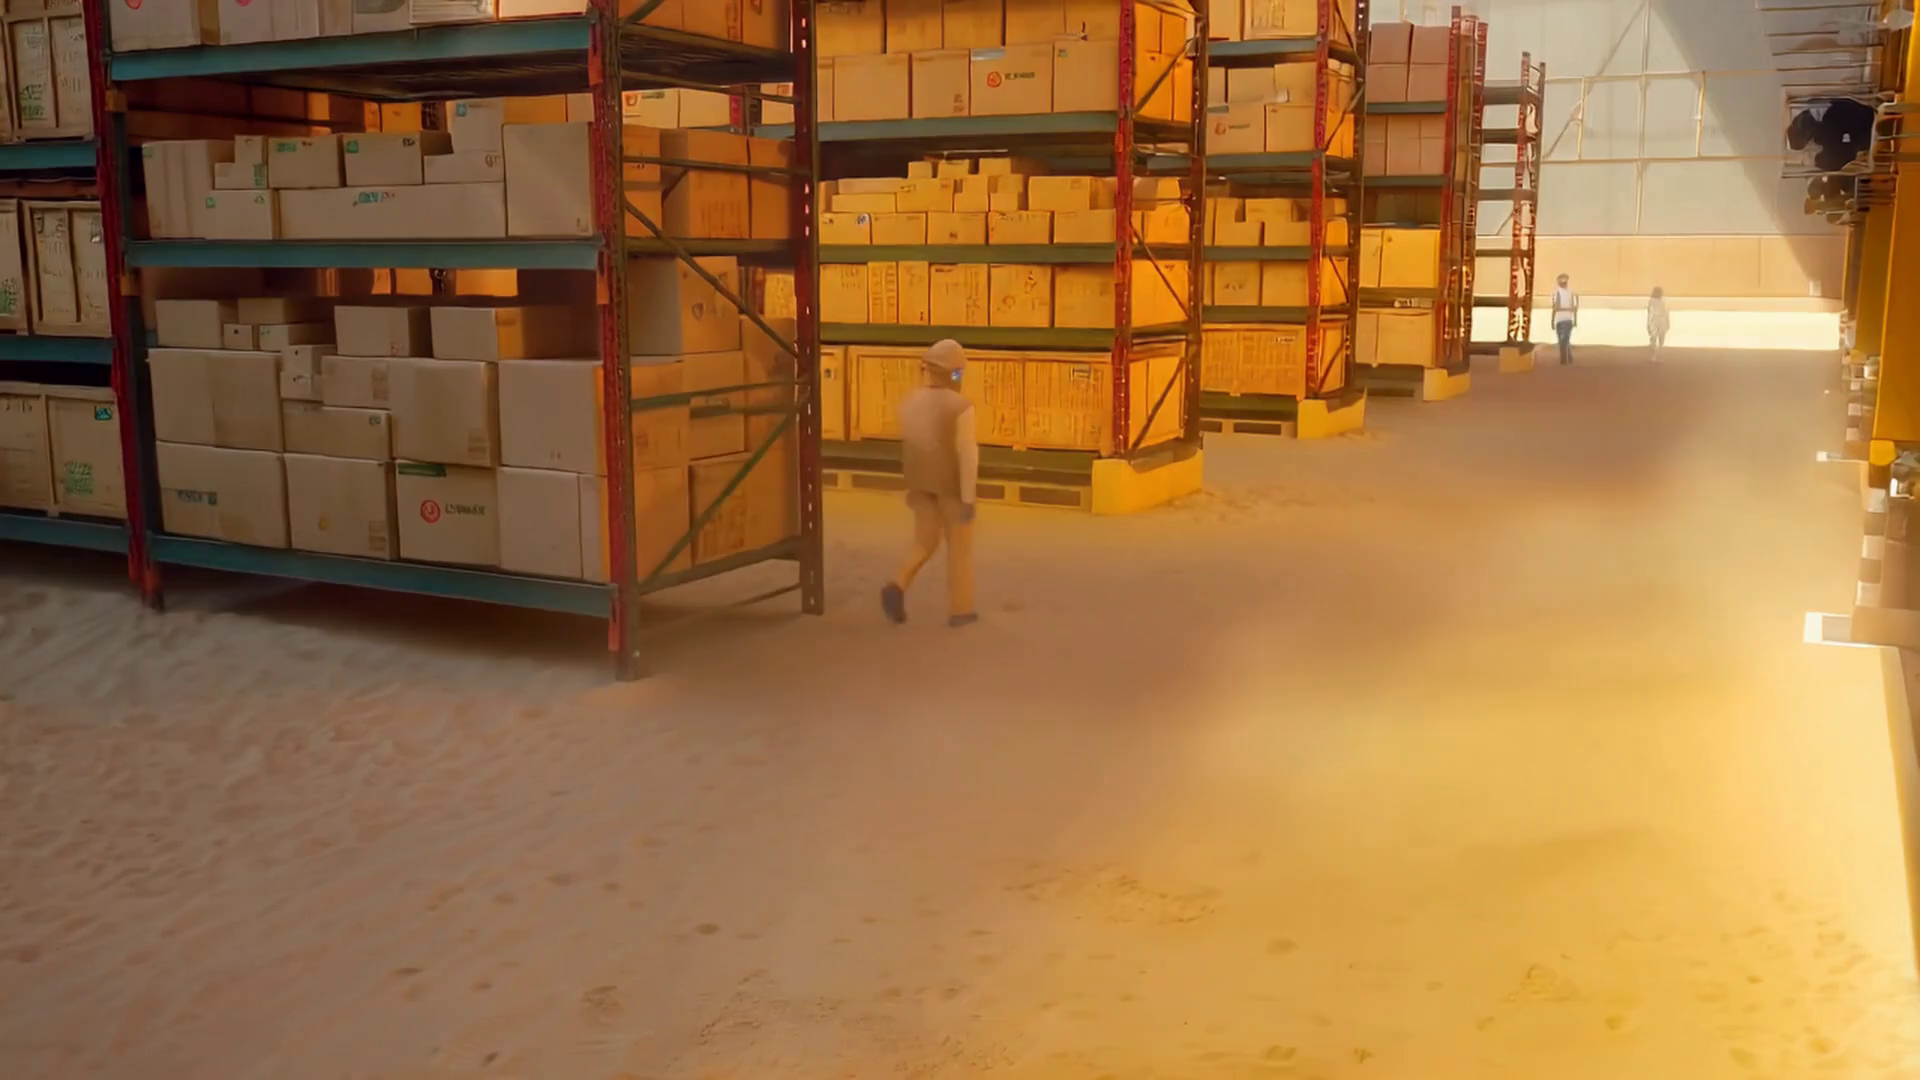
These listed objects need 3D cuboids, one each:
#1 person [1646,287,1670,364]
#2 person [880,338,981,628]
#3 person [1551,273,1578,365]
[{"bbox_3d":[14.705,-4.507,35.014,0.566,1.631,0.418,-3,10,-17],"label":"person"},{"bbox_3d":[-0.161,-0.328,10.231,0.595,1.819,0.639,9,13,41],"label":"person"},{"bbox_3d":[12.621,-4.625,34.810,0.539,1.912,0.456,0,10,-1],"label":"person"}]
